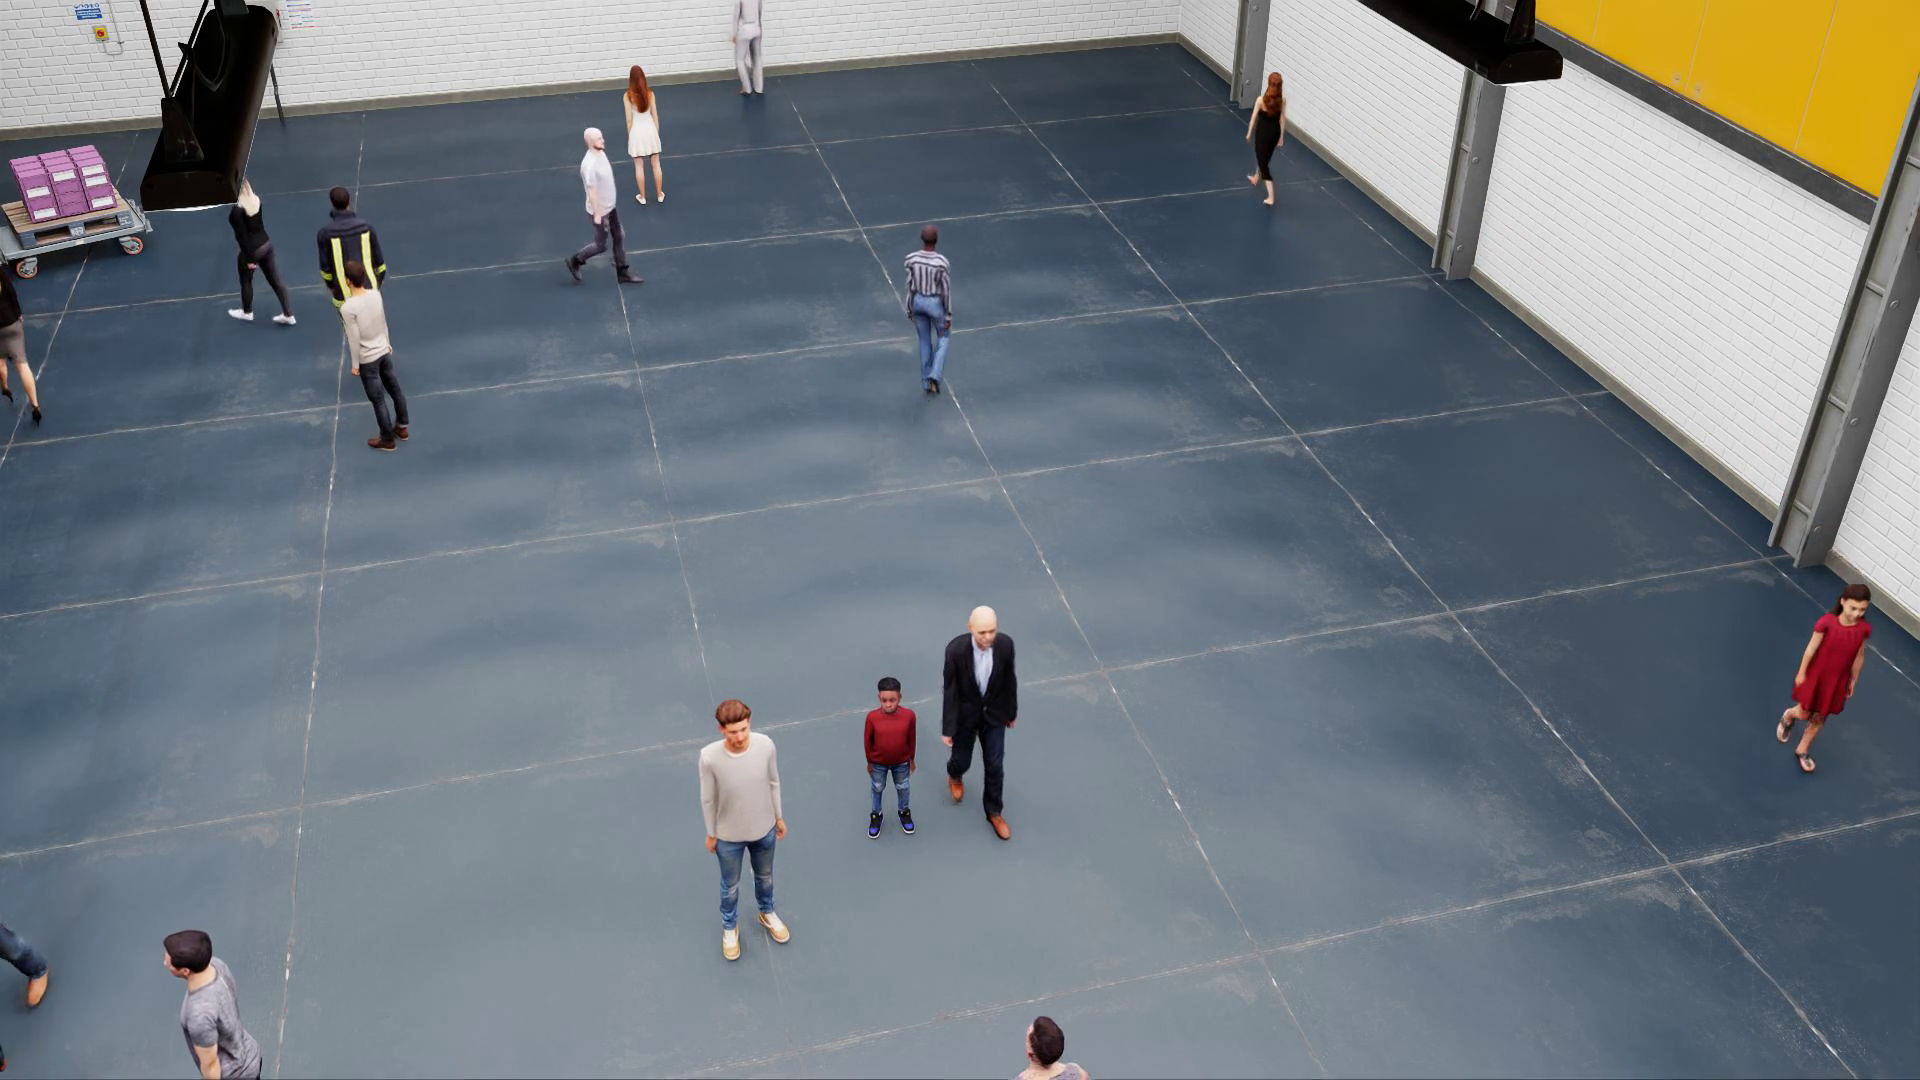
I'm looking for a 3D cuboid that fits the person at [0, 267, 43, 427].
[{"bbox_3d":[-9.044,-1.928,15.777,0.895,1.807,1.149,-24,41,-32],"label":"person"}]

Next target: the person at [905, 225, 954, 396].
[{"bbox_3d":[-0.328,-2.171,16.165,0.787,1.783,0.837,7,34,11],"label":"person"}]

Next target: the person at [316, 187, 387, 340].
[{"bbox_3d":[-6.044,-2.573,16.651,0.872,1.914,0.819,-18,38,-25],"label":"person"}]

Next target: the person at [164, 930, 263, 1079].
[{"bbox_3d":[-3.796,2.746,8.695,0.726,1.863,0.500,-7,34,-11],"label":"person"}]

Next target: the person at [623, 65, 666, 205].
[{"bbox_3d":[-3.896,-4.990,20.470,0.567,1.712,0.531,-10,35,-15],"label":"person"}]

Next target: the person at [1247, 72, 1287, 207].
[{"bbox_3d":[3.800,-4.886,20.444,0.571,1.567,1.127,-9,35,-14],"label":"person"}]

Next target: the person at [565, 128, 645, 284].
[{"bbox_3d":[-4.033,-3.658,18.378,1.012,1.810,1.130,4,34,7],"label":"person"}]

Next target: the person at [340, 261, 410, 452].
[{"bbox_3d":[-5.432,-1.703,15.386,0.801,1.866,0.715,14,36,20],"label":"person"}]

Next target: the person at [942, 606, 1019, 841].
[{"bbox_3d":[0.091,1.148,11.168,0.722,1.786,0.914,-9,35,-14],"label":"person"}]

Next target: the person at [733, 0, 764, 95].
[{"bbox_3d":[-3.028,-7.269,23.881,0.746,1.732,0.709,-24,40,-31],"label":"person"}]

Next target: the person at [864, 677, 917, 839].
[{"bbox_3d":[-0.471,1.443,11.204,0.529,1.256,0.524,-4,34,-6],"label":"person"}]

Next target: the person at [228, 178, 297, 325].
[{"bbox_3d":[-7.340,-3.021,17.556,0.984,1.659,1.013,9,35,13],"label":"person"}]

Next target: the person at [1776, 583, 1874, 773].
[{"bbox_3d":[6.123,0.901,11.760,0.691,1.543,0.819,5,34,8],"label":"person"}]

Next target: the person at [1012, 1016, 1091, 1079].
[{"bbox_3d":[0.432,3.104,8.312,0.674,1.833,0.899,-12,35,-17],"label":"person"}]

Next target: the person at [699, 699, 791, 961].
[{"bbox_3d":[-1.327,1.735,10.178,0.696,1.905,0.632,-14,36,-20],"label":"person"}]
